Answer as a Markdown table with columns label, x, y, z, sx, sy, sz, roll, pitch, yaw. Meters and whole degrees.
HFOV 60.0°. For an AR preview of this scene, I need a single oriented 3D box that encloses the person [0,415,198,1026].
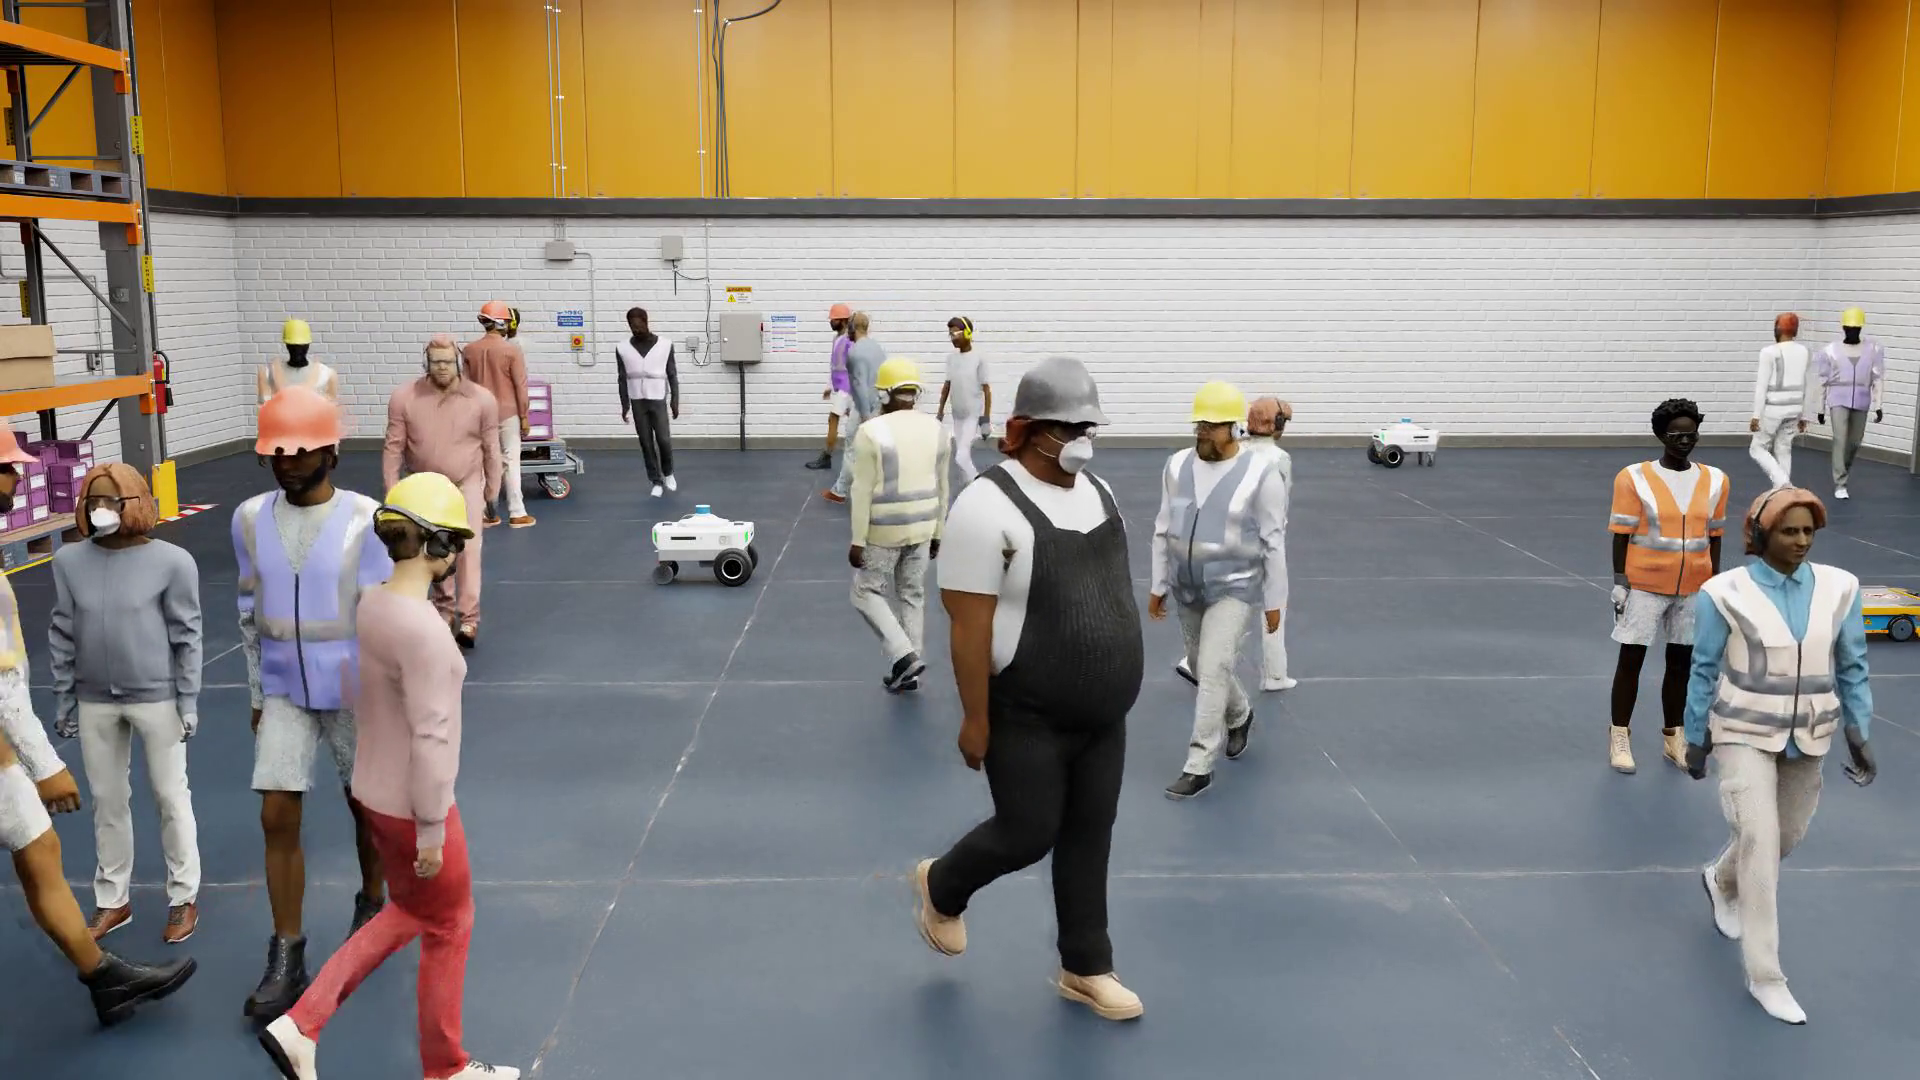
| label | x | y | z | sx | sy | sz | roll | pitch | yaw |
| --- | --- | --- | --- | --- | --- | --- | --- | --- | --- |
| person | -2.656 | 0.567 | 4.646 | 0.962 | 1.896 | 0.546 | -6 | 11 | -34 |

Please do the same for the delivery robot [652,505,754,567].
| label | x | y | z | sx | sy | sz | roll | pitch | yaw |
| --- | --- | --- | --- | --- | --- | --- | --- | --- | --- |
| delivery robot | -1.859 | -0.011 | 12.037 | 0.707 | 0.478 | 0.477 | 0 | 9 | -1 |

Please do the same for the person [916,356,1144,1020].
| label | x | y | z | sx | sy | sz | roll | pitch | yaw |
| --- | --- | --- | --- | --- | --- | --- | --- | --- | --- |
| person | 0.231 | 0.427 | 5.092 | 0.697 | 2.000 | 0.724 | -9 | 13 | -44 |

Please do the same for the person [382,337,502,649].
| label | x | y | z | sx | sy | sz | roll | pitch | yaw |
| --- | --- | --- | --- | --- | --- | --- | --- | --- | --- |
| person | -3.114 | -0.279 | 10.001 | 0.665 | 1.857 | 0.993 | -1 | 9 | -8 |

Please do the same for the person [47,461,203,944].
| label | x | y | z | sx | sy | sz | roll | pitch | yaw |
| --- | --- | --- | --- | --- | --- | --- | --- | --- | --- |
| person | -2.794 | 0.548 | 5.591 | 0.499 | 1.636 | 0.286 | 0 | 9 | -2 |

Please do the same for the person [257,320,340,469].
| label | x | y | z | sx | sy | sz | roll | pitch | yaw |
| --- | --- | --- | --- | --- | --- | --- | --- | --- | --- |
| person | -5.132 | -0.774 | 12.954 | 0.586 | 1.886 | 0.980 | -2 | 9 | -11 |

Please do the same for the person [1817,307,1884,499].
| label | x | y | z | sx | sy | sz | roll | pitch | yaw |
| --- | --- | --- | --- | --- | --- | --- | --- | --- | --- |
| person | 8.890 | -1.388 | 16.680 | 0.585 | 1.899 | 0.902 | 2 | 10 | 14 |

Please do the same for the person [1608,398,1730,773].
| label | x | y | z | sx | sy | sz | roll | pitch | yaw |
| --- | --- | --- | --- | --- | --- | --- | --- | --- | --- |
| person | 3.176 | 0.208 | 7.489 | 0.534 | 1.697 | 0.318 | 0 | 9 | -2 |

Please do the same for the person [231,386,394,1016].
| label | x | y | z | sx | sy | sz | roll | pitch | yaw |
| --- | --- | --- | --- | --- | --- | --- | --- | --- | --- |
| person | -1.990 | 0.487 | 5.119 | 0.563 | 1.903 | 0.871 | 0 | 9 | 2 |

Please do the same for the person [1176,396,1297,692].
| label | x | y | z | sx | sy | sz | roll | pitch | yaw |
| --- | --- | --- | --- | --- | --- | --- | --- | --- | --- |
| person | 1.498 | 0.037 | 8.824 | 0.672 | 1.601 | 0.518 | -6 | 11 | -31 |

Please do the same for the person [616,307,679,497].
| label | x | y | z | sx | sy | sz | roll | pitch | yaw |
| --- | --- | --- | --- | --- | --- | --- | --- | --- | --- |
| person | -3.113 | -1.370 | 16.565 | 0.597 | 1.884 | 0.428 | 0 | 9 | -2 |

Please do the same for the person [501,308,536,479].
| label | x | y | z | sx | sy | sz | roll | pitch | yaw |
| --- | --- | --- | --- | --- | --- | --- | --- | --- | --- |
| person | -4.789 | -1.582 | 17.964 | 0.506 | 1.860 | 0.539 | -6 | 11 | -32 |

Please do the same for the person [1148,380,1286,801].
| label | x | y | z | sx | sy | sz | roll | pitch | yaw |
| --- | --- | --- | --- | --- | --- | --- | --- | --- | --- |
| person | 1.154 | 0.181 | 7.358 | 0.592 | 1.800 | 0.879 | 8 | 12 | 41 |

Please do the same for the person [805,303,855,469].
| label | x | y | z | sx | sy | sz | roll | pitch | yaw |
| --- | --- | --- | --- | --- | --- | --- | --- | --- | --- |
| person | -1.267 | -1.754 | 18.947 | 0.992 | 1.897 | 0.544 | -3 | 10 | -20 |

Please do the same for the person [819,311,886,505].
| label | x | y | z | sx | sy | sz | roll | pitch | yaw |
| --- | --- | --- | --- | --- | --- | --- | --- | --- | --- |
| person | -0.830 | -1.227 | 15.794 | 1.099 | 1.871 | 0.639 | 5 | 10 | 26 |

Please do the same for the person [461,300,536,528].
| label | x | y | z | sx | sy | sz | roll | pitch | yaw |
| --- | --- | --- | --- | --- | --- | --- | --- | --- | --- |
| person | -4.047 | -1.094 | 14.573 | 0.612 | 1.990 | 0.392 | 2 | 10 | 15 |

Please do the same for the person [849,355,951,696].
| label | x | y | z | sx | sy | sz | roll | pitch | yaw |
| --- | --- | --- | --- | --- | --- | --- | --- | --- | --- |
| person | -0.318 | -0.055 | 8.729 | 0.617 | 1.816 | 0.439 | -7 | 12 | -38 |

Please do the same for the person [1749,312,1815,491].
| label | x | y | z | sx | sy | sz | roll | pitch | yaw |
| --- | --- | --- | --- | --- | --- | --- | --- | --- | --- |
| person | 7.625 | -1.172 | 15.403 | 0.595 | 1.872 | 0.482 | -3 | 10 | -15 |

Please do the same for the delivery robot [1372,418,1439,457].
| label | x | y | z | sx | sy | sz | roll | pitch | yaw |
| --- | --- | --- | --- | --- | --- | --- | --- | --- | --- |
| delivery robot | 5.121 | -1.165 | 19.109 | 0.707 | 0.478 | 0.477 | -1 | 9 | -7 |

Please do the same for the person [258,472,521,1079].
| label | x | y | z | sx | sy | sz | roll | pitch | yaw |
| --- | --- | --- | --- | --- | --- | --- | --- | --- | --- |
| person | -1.508 | 0.693 | 4.379 | 0.561 | 1.734 | 0.533 | -7 | 12 | -36 |

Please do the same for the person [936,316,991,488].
| label | x | y | z | sx | sy | sz | roll | pitch | yaw |
| --- | --- | --- | --- | --- | --- | --- | --- | --- | --- |
| person | 0.038 | -1.073 | 14.890 | 0.433 | 1.843 | 0.509 | -8 | 12 | -41 |

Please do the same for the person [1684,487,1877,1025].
| label | x | y | z | sx | sy | sz | roll | pitch | yaw |
| --- | --- | --- | --- | --- | --- | --- | --- | --- | --- |
| person | 2.543 | 0.613 | 5.277 | 0.522 | 1.610 | 0.786 | 0 | 9 | -2 |

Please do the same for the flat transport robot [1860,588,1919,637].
| label | x | y | z | sx | sy | sz | roll | pitch | yaw |
| --- | --- | --- | --- | --- | --- | --- | --- | --- | --- |
| flat transport robot | 5.395 | 0.445 | 10.393 | 1.431 | 0.197 | 0.652 | 0 | 9 | -1 |
